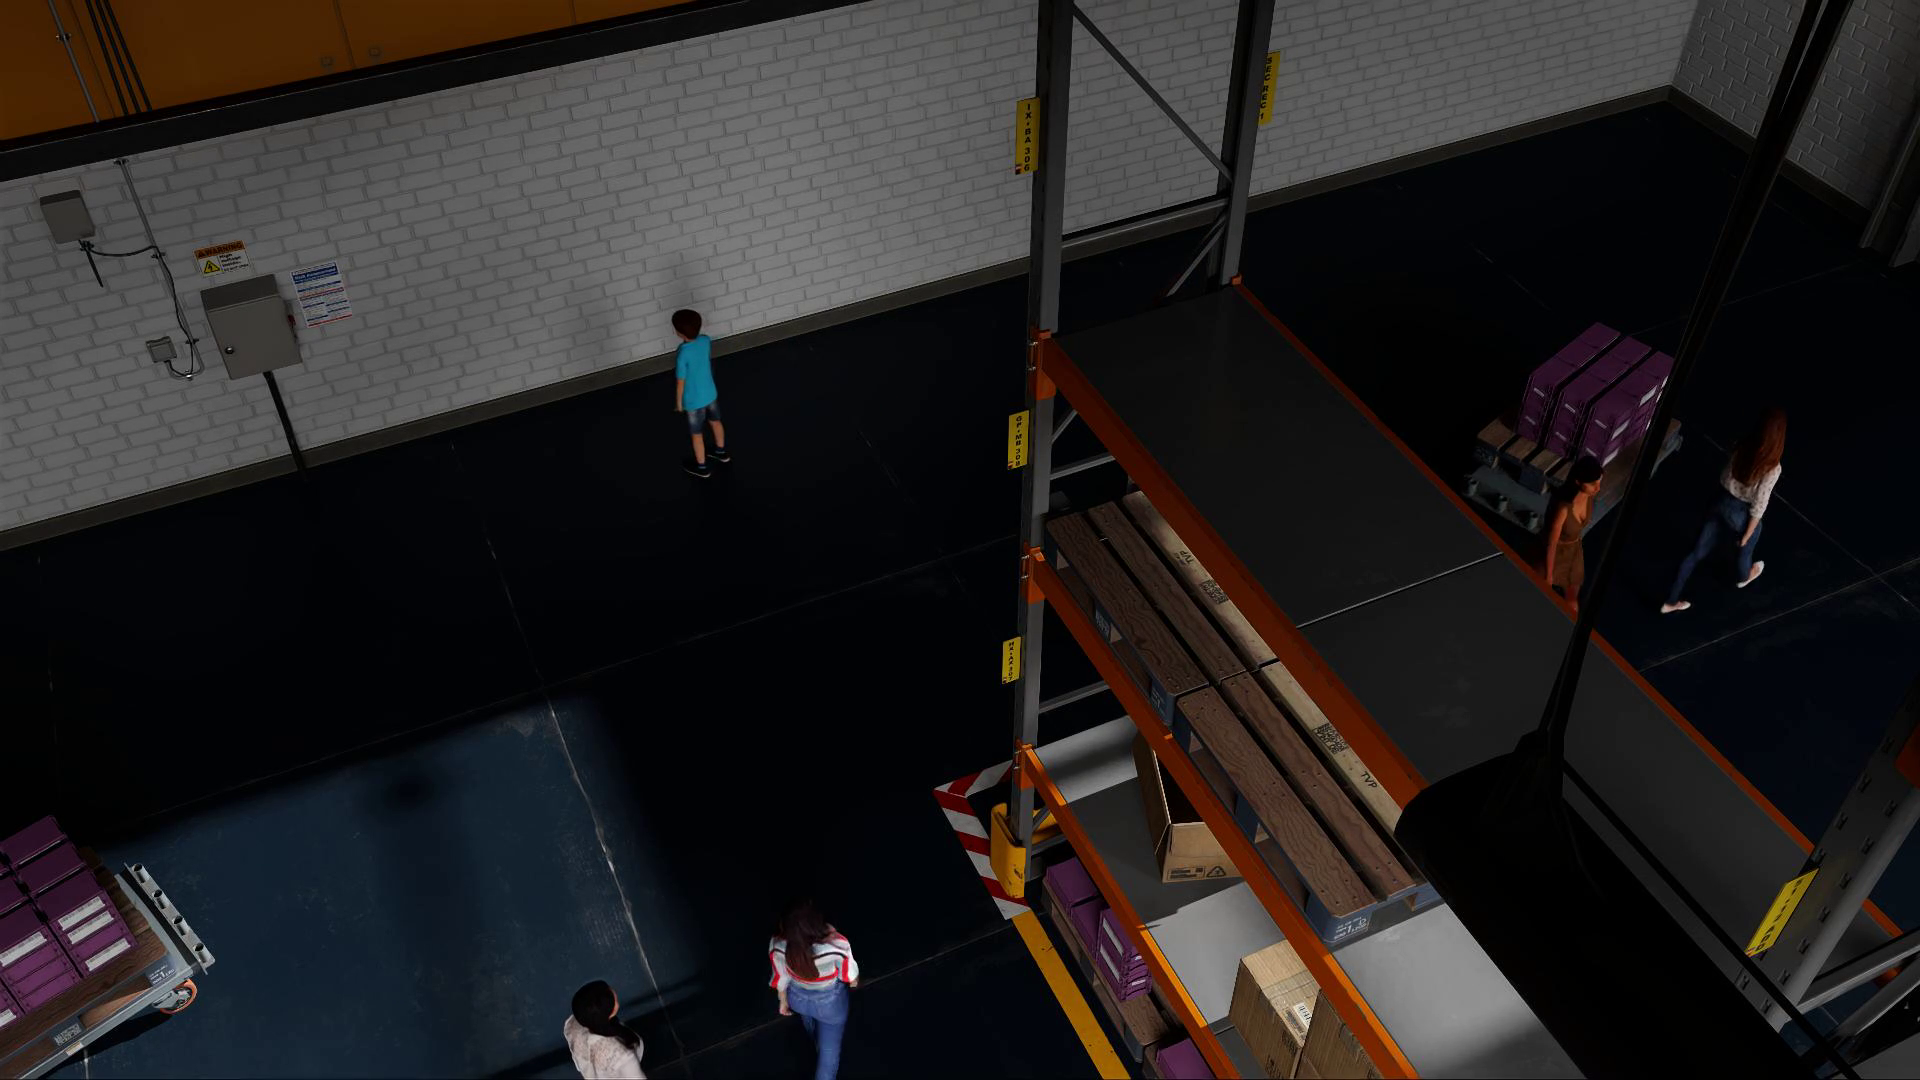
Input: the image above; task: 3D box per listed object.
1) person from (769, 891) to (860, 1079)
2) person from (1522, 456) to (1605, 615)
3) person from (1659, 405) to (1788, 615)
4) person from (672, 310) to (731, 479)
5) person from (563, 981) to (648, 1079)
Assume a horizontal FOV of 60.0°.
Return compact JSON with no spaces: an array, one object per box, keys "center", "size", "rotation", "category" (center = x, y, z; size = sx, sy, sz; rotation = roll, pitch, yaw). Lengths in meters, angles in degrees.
[{"center":[-0.752,2.406,8.527],"size":[0.957,1.589,1.095],"rotation":[8,44,8],"category":"person"},{"center":[3.834,0.059,10.942],"size":[0.731,1.656,1.026],"rotation":[-28,50,-26],"category":"person"},{"center":[5.104,-0.151,11.147],"size":[0.704,1.676,1.083],"rotation":[-20,47,-19],"category":"person"},{"center":[-1.920,-1.100,12.307],"size":[0.636,1.451,0.609],"rotation":[24,49,23],"category":"person"},{"center":[-1.658,2.682,8.120],"size":[0.615,1.751,0.731],"rotation":[26,49,25],"category":"person"}]
